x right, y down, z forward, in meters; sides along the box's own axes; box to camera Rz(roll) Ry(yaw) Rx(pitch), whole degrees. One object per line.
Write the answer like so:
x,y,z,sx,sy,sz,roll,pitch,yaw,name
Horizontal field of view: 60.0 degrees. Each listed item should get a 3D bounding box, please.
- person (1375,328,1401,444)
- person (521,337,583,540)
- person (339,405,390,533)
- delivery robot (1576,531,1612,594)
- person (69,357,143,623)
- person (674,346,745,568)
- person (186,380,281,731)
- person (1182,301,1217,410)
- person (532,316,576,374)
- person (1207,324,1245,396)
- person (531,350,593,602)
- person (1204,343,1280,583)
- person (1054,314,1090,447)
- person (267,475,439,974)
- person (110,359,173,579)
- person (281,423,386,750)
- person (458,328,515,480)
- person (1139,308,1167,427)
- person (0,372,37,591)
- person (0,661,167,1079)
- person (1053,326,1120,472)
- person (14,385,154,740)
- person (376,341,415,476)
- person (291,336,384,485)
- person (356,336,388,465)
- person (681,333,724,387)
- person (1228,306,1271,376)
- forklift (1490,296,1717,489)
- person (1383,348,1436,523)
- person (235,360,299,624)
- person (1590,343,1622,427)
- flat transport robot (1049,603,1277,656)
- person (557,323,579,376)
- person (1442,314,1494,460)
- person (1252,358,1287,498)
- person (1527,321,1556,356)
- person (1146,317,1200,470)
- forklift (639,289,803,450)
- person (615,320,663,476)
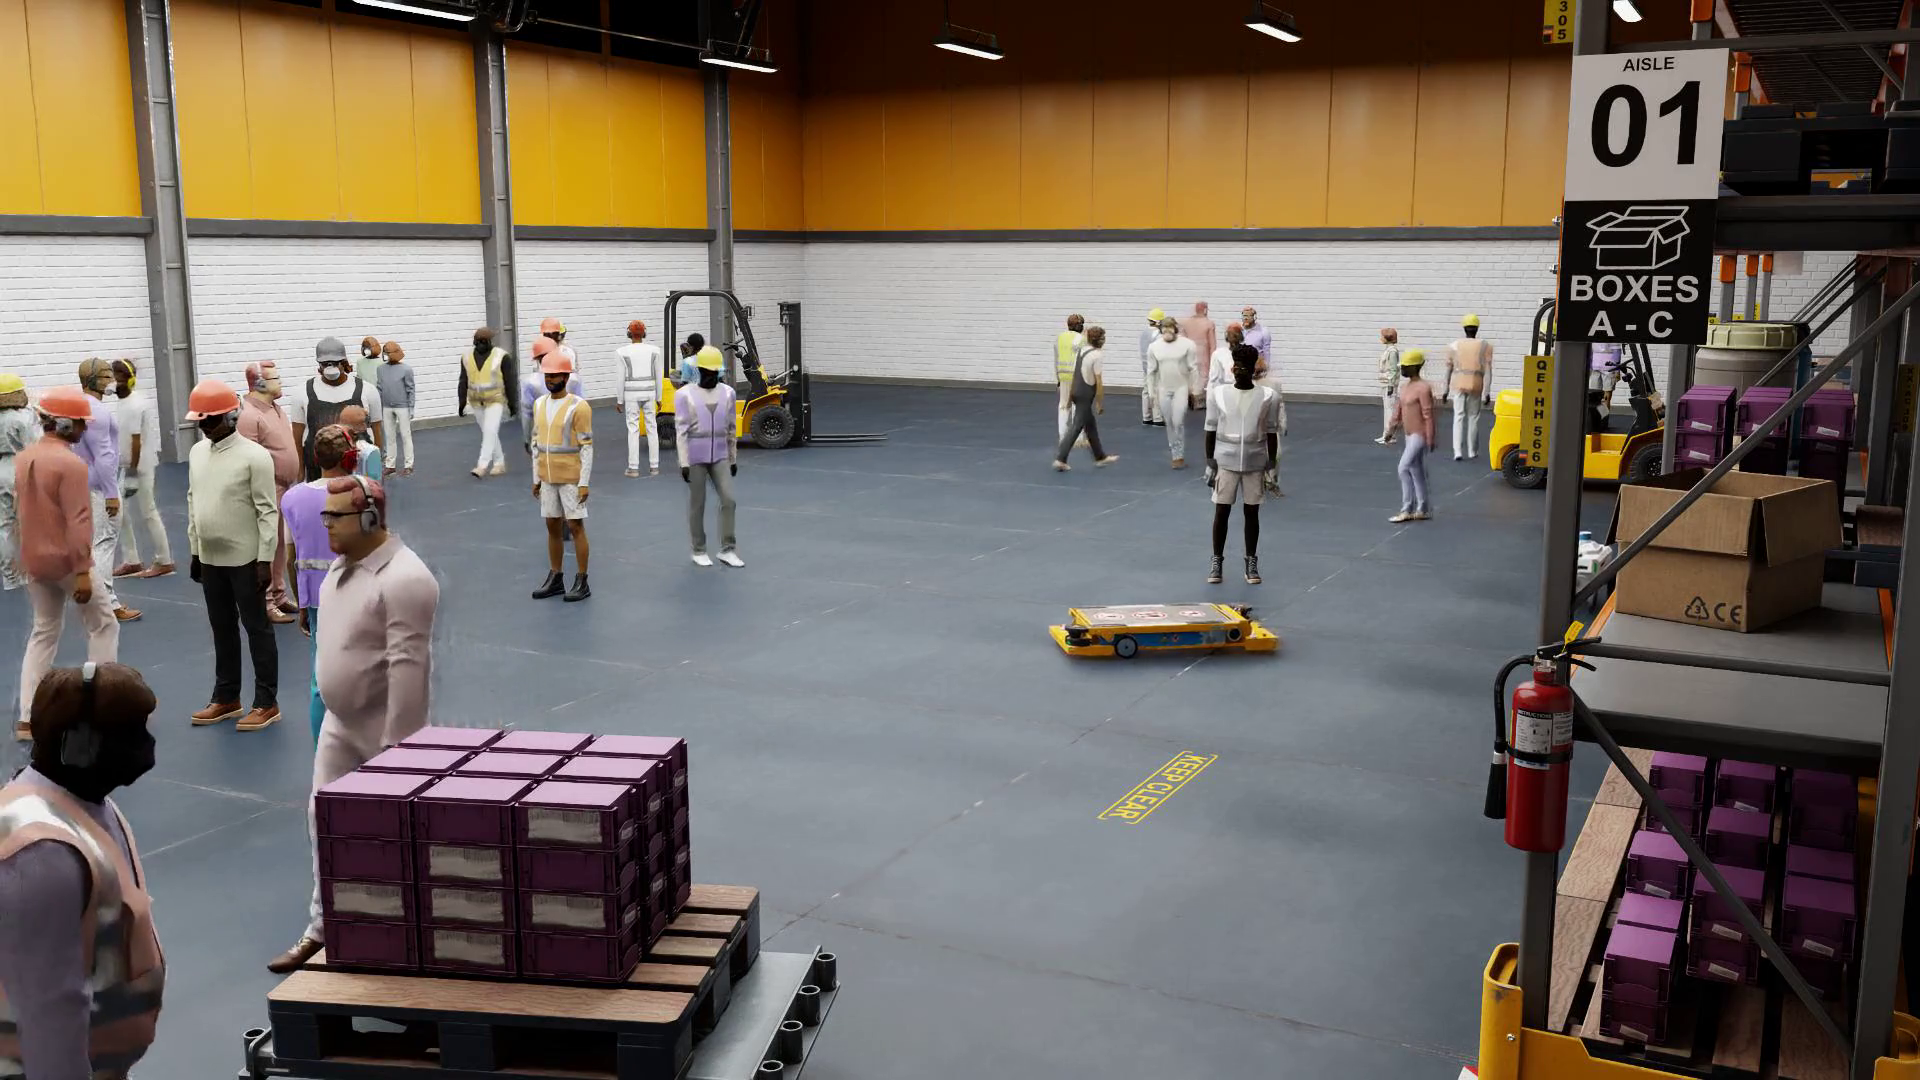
6.046,-2.167,23.443,0.312,1.636,0.518,1,10,5,person
-3.814,-0.954,15.643,0.570,1.900,0.621,-5,11,-26,person
-4.359,-0.190,12.162,0.528,1.588,0.800,5,11,27,person
4.765,0.177,12.730,0.477,0.478,0.707,5,11,29,delivery robot
-6.274,-0.360,12.118,0.352,1.936,0.633,-8,13,-40,person
-2.113,-0.688,14.126,0.612,1.896,0.726,-6,11,-31,person
-4.125,0.100,9.394,0.611,1.957,0.393,4,11,23,person
4.042,-3.113,28.218,0.650,1.886,0.737,9,13,41,person
-4.816,-1.672,19.698,0.543,1.941,0.352,2,10,12,person
3.271,-1.666,19.970,0.606,1.828,0.996,1,10,8,person
-3.095,-0.493,12.870,0.551,1.942,0.345,5,11,26,person
2.288,-0.619,13.541,0.608,1.962,0.374,1,10,7,person
1.594,-2.227,23.198,0.429,1.842,0.630,-8,13,-40,person
-2.178,0.666,6.379,0.640,1.870,0.931,8,12,38,person
-6.771,-0.564,13.602,0.551,1.830,0.601,9,13,42,person
-3.089,0.342,8.314,0.565,1.846,0.390,2,10,12,person
-5.683,-1.623,19.845,0.664,1.783,0.913,2,10,11,person
3.020,-2.656,25.703,0.403,1.835,0.588,-5,11,-29,person
-7.496,-0.460,13.248,0.486,1.746,0.290,3,10,18,person
-2.046,1.169,3.639,0.633,1.812,0.639,-3,10,-19,person
1.527,-1.738,20.533,0.993,1.789,0.560,-4,11,-24,person
-4.995,0.128,9.218,0.652,1.961,0.642,5,11,29,person
-6.807,-1.581,20.058,0.498,1.633,0.282,2,10,12,person
-4.922,-0.598,13.190,0.690,2.000,0.538,-4,10,-20,person
-7.467,-1.773,21.173,0.497,1.634,0.287,2,10,13,person
-3.340,-1.846,21.534,0.588,1.640,0.838,-6,11,-30,person
4.212,-2.466,24.397,0.651,1.907,0.409,5,11,25,person
7.296,-1.677,18.993,2.313,2.155,1.214,5,11,27,forklift
4.472,-1.033,16.579,0.639,1.743,0.554,-1,10,-8,person
-5.035,-0.353,12.164,0.408,1.908,0.643,-1,10,-4,person
9.493,-2.540,24.429,0.373,2.040,0.616,-4,10,-20,person
1.372,0.602,11.366,1.431,0.197,0.652,-1,10,-8,flat transport robot
-5.450,-2.099,22.704,0.527,1.757,0.342,4,11,23,person
6.591,-1.981,21.629,0.626,1.921,0.654,4,11,21,person
3.252,-1.214,18.052,0.590,1.601,0.345,1,10,4,person
7.503,-1.904,21.386,0.403,1.823,0.588,-1,10,-8,person
2.621,-1.813,20.641,0.652,1.894,0.692,4,11,24,person
-3.358,-2.392,23.136,2.313,2.155,1.214,-1,10,-5,forklift
-3.866,-1.703,20.057,0.574,1.880,0.356,-5,11,-27,person
